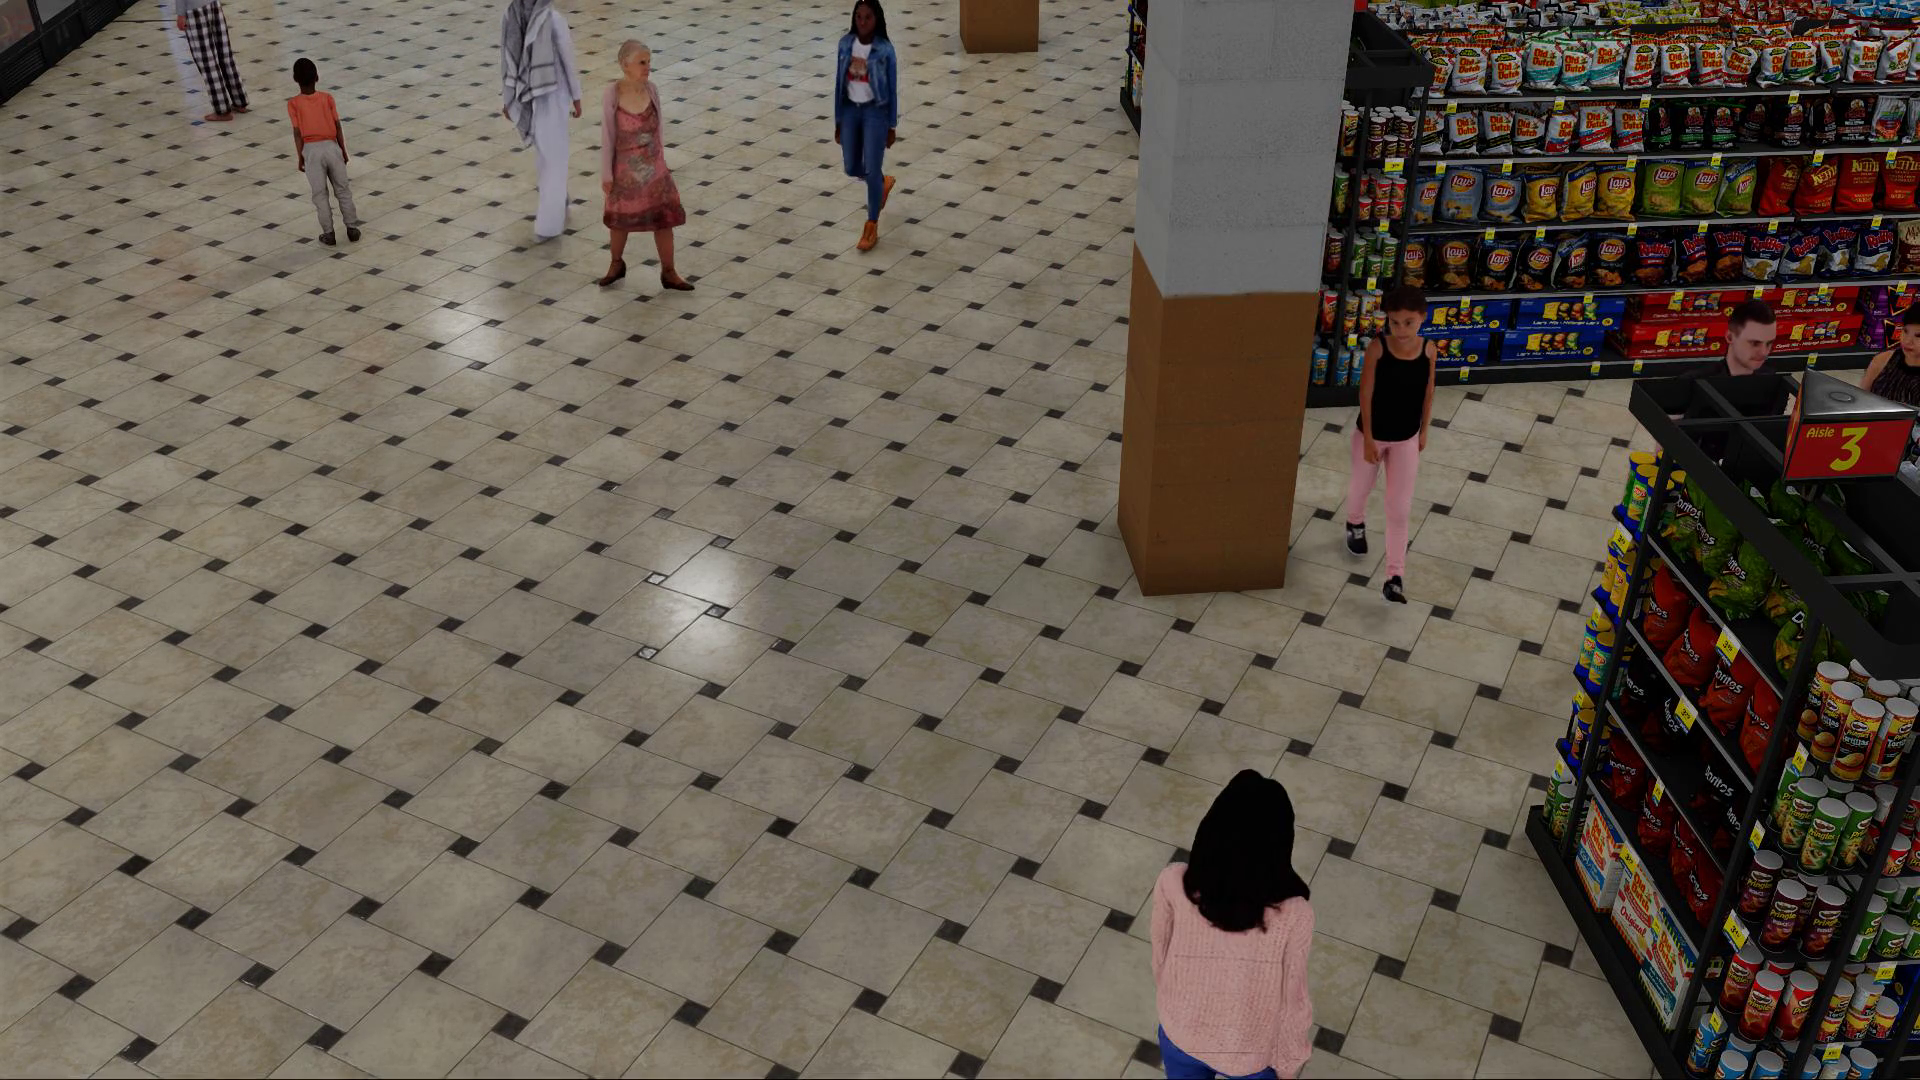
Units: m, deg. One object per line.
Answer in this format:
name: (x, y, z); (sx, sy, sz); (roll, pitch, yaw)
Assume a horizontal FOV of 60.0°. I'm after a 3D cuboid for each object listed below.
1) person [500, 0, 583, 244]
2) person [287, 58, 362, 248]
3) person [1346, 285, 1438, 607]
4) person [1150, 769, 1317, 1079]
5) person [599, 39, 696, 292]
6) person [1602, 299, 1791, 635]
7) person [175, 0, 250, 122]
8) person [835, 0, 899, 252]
person: (-2.921, -2.963, 11.435); (0.964, 1.905, 0.956); (10, 33, 15)
person: (-4.440, -2.695, 11.567); (0.504, 1.310, 0.610); (-16, 35, -24)
person: (1.984, -0.503, 7.849); (1.028, 1.515, 0.668); (1, 32, 1)
person: (0.681, 1.417, 4.535); (0.761, 1.757, 0.849); (17, 36, 25)
person: (-2.148, -2.406, 10.770); (0.888, 1.662, 0.935); (-18, 36, -26)
person: (3.080, -0.184, 7.036); (0.547, 1.833, 0.756); (-2, 32, -3)
person: (-6.336, -4.445, 13.871); (0.683, 1.847, 0.702); (10, 33, 15)
person: (-0.617, -2.906, 11.543); (0.978, 1.693, 0.938); (13, 34, 19)
